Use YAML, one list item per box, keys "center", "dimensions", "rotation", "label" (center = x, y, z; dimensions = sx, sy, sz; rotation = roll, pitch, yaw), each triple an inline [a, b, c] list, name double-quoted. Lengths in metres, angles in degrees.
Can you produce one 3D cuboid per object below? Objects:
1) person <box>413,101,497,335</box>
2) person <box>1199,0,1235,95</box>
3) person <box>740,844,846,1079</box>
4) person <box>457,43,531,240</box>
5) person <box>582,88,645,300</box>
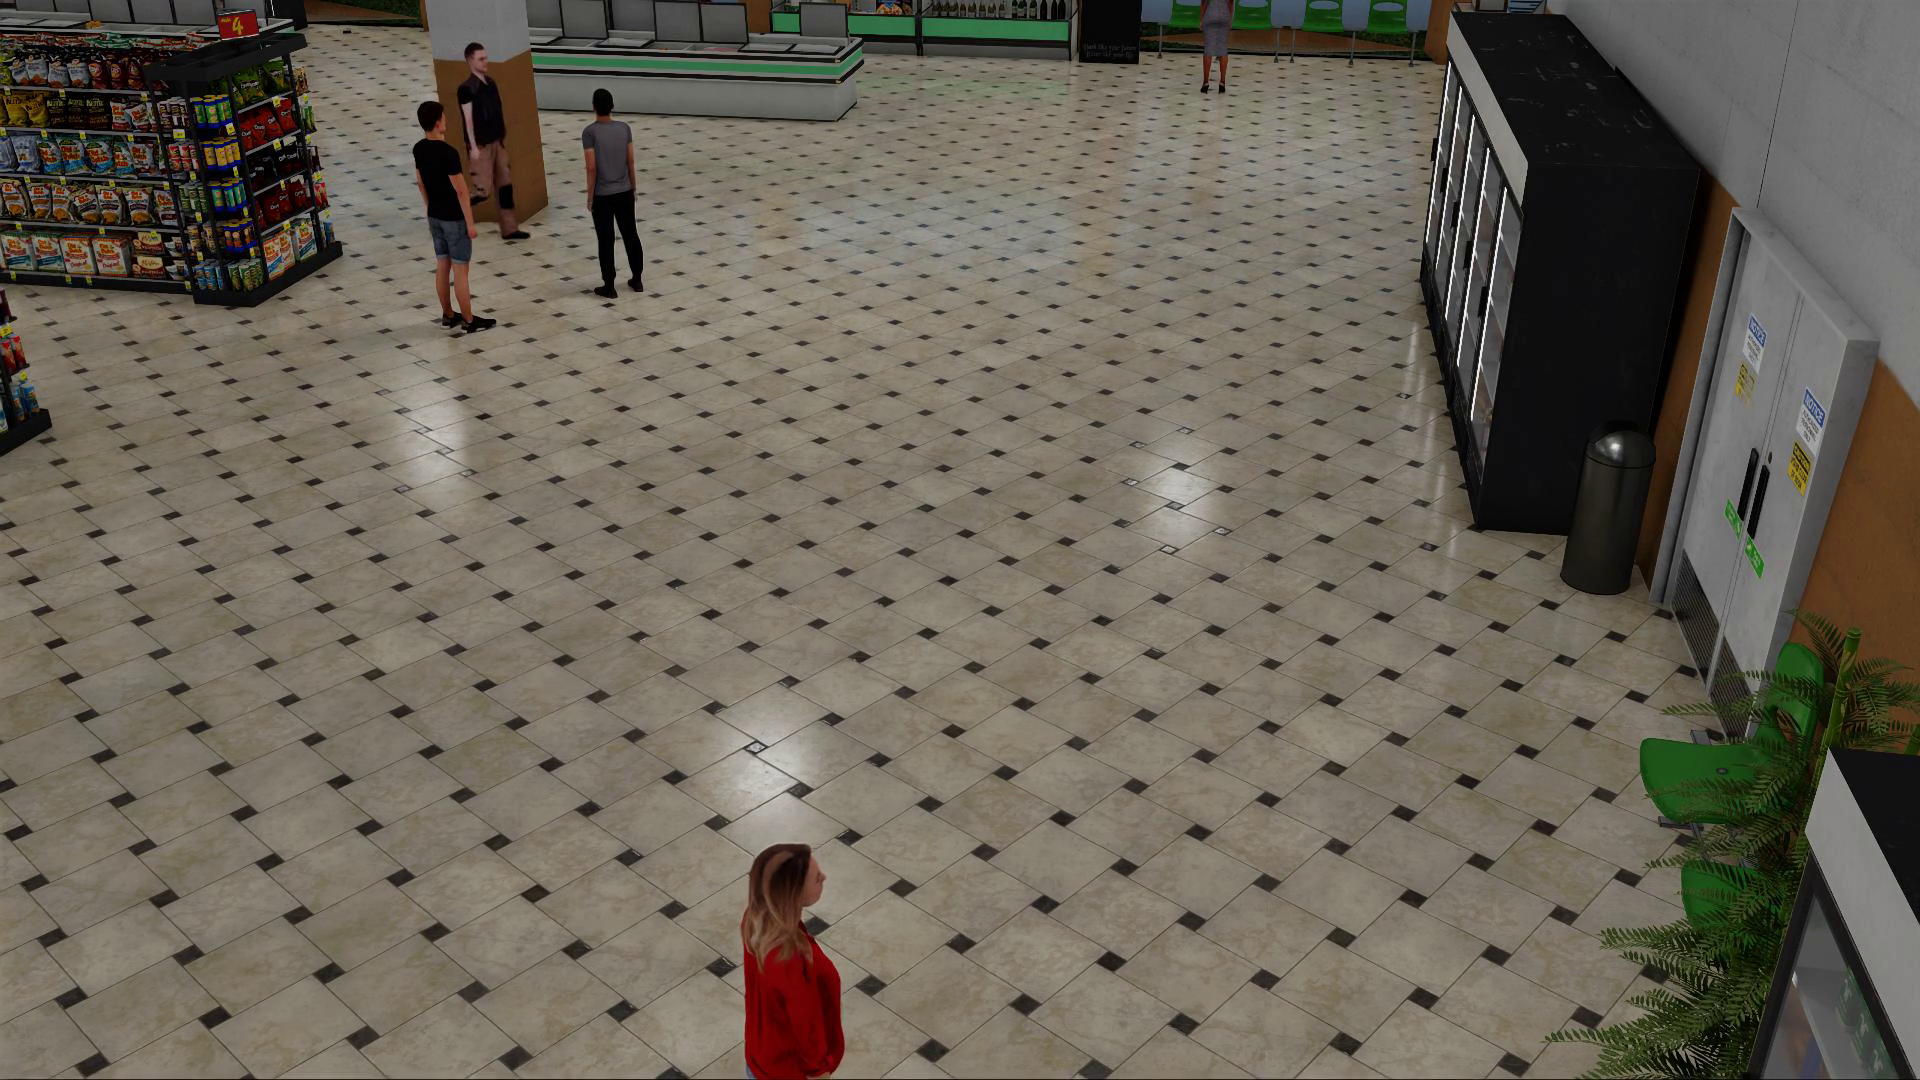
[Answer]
- center: [-4.094, -2.572, 13.267]
  dimensions: [0.644, 1.846, 0.793]
  rotation: [17, 31, 30]
  label: "person"
- center: [3.301, -6.663, 21.406]
  dimensions: [0.492, 1.781, 0.670]
  rotation: [1, 27, 2]
  label: "person"
- center: [-0.524, 1.643, 5.114]
  dimensions: [0.713, 1.704, 0.683]
  rotation: [-14, 30, -25]
  label: "person"
- center: [-4.493, -3.680, 15.481]
  dimensions: [1.053, 1.820, 0.809]
  rotation: [9, 28, 18]
  label: "person"
- center: [-2.955, -2.943, 14.100]
  dimensions: [0.702, 1.755, 0.745]
  rotation: [-20, 33, -34]
  label: "person"
